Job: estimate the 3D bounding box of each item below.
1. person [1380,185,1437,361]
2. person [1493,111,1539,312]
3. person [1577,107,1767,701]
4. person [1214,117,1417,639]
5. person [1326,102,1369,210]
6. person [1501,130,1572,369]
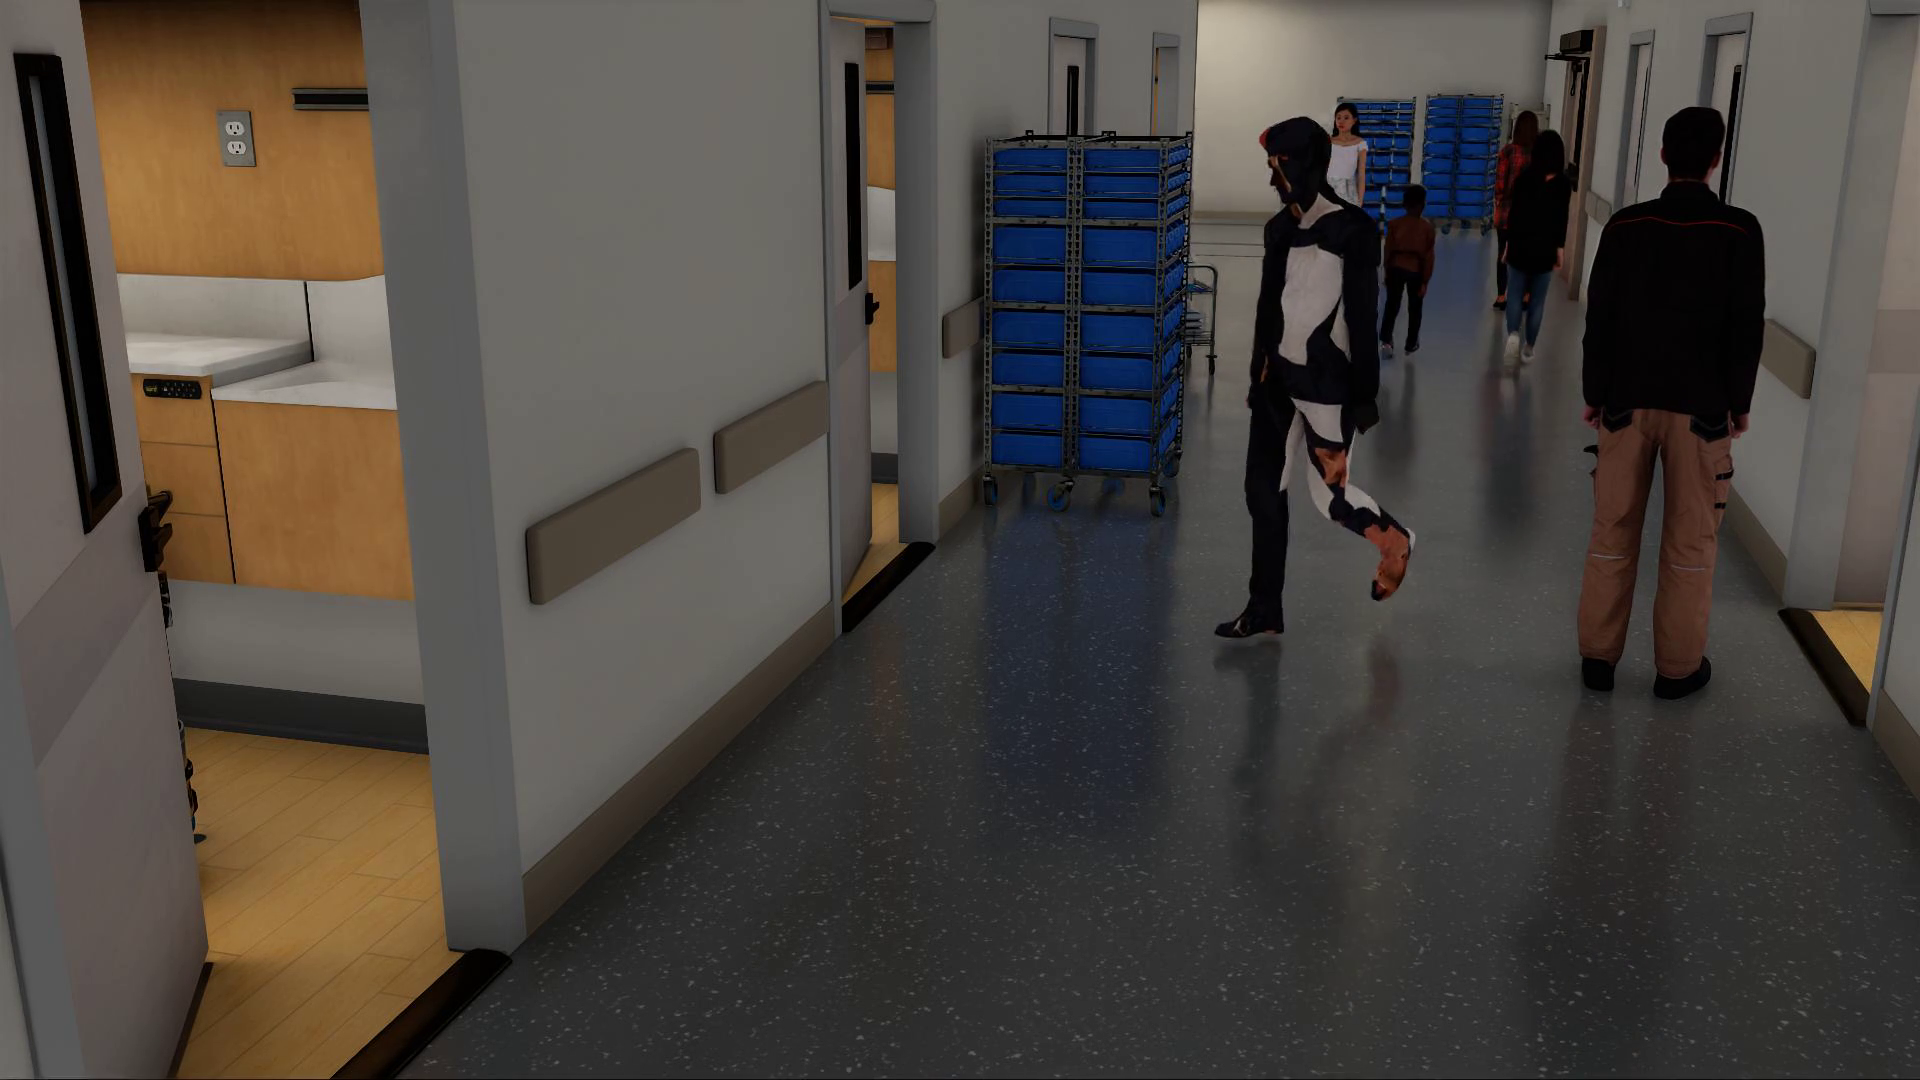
[{"bbox_3d":[3.182,-1.906,11.945,0.589,1.238,0.893,7,17,23],"label":"person"},{"bbox_3d":[4.876,-2.866,14.495,0.612,1.702,0.542,4,16,13],"label":"person"},{"bbox_3d":[2.305,-0.430,5.444,0.750,1.925,0.690,8,18,28],"label":"person"},{"bbox_3d":[1.335,-0.544,5.968,1.232,1.859,1.155,-10,18,-31],"label":"person"},{"bbox_3d":[3.245,-2.823,14.211,0.737,1.773,0.746,11,19,34],"label":"person"},{"bbox_3d":[3.961,-1.993,11.534,0.627,1.628,1.008,6,17,19],"label":"person"}]
